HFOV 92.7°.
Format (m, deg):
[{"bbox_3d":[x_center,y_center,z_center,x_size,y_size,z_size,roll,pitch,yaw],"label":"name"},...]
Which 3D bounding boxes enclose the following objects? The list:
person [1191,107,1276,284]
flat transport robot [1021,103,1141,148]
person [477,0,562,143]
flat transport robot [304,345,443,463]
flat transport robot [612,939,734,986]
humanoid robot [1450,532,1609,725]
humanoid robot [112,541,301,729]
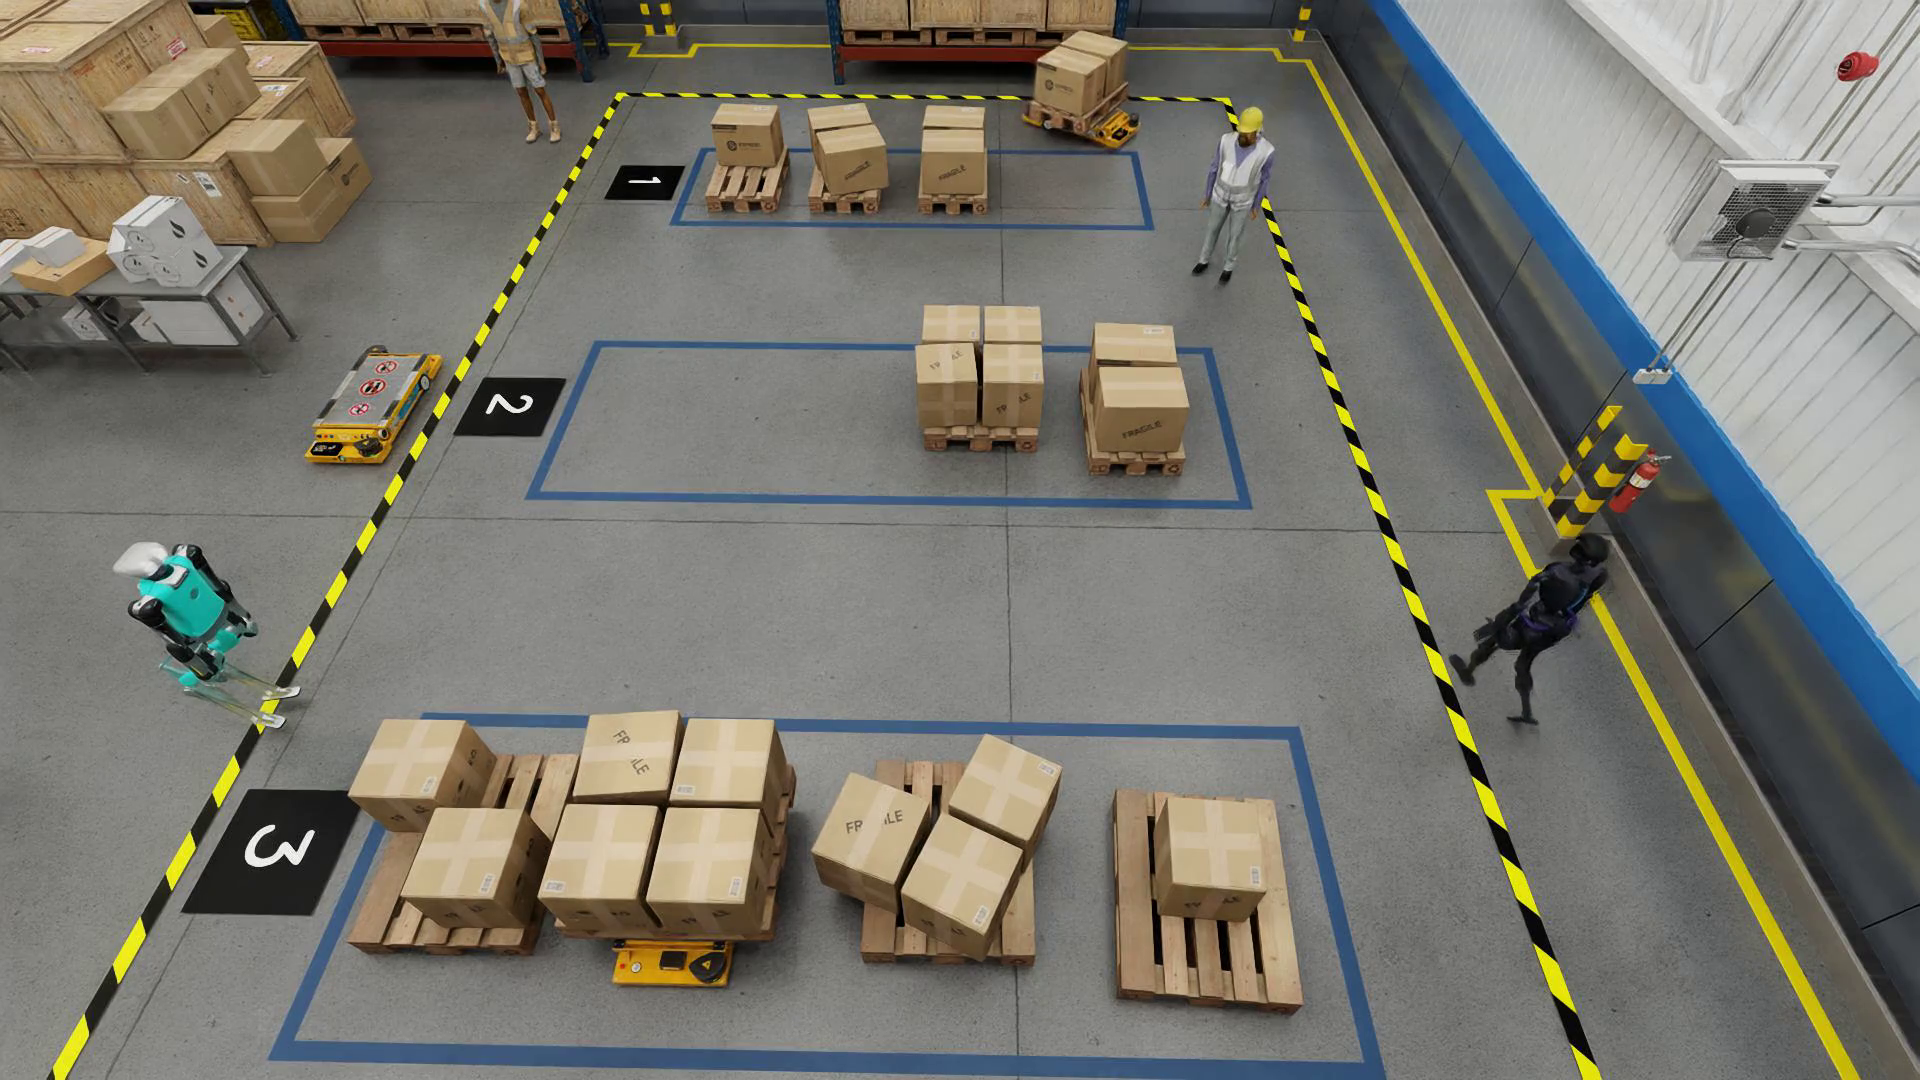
[{"bbox_3d":[2.761,-3.461,9.271,0.599,1.829,0.404,24,54,19],"label":"person"},{"bbox_3d":[1.591,-5.555,12.049,1.431,0.197,0.652,26,55,20],"label":"flat transport robot"},{"bbox_3d":[-5.388,-5.873,11.177,0.613,2.039,0.389,1,50,1],"label":"person"},{"bbox_3d":[-5.383,-1.269,8.441,0.659,0.231,1.431,1,50,1],"label":"flat transport robot"},{"bbox_3d":[-1.659,1.971,5.681,0.652,0.197,1.431,1,50,1],"label":"flat transport robot"},{"bbox_3d":[3.759,0.598,5.955,0.609,1.636,0.696,-7,50,-6],"label":"humanoid robot"},{"bbox_3d":[-4.869,0.621,5.793,0.735,1.676,0.533,1,50,1],"label":"humanoid robot"}]
